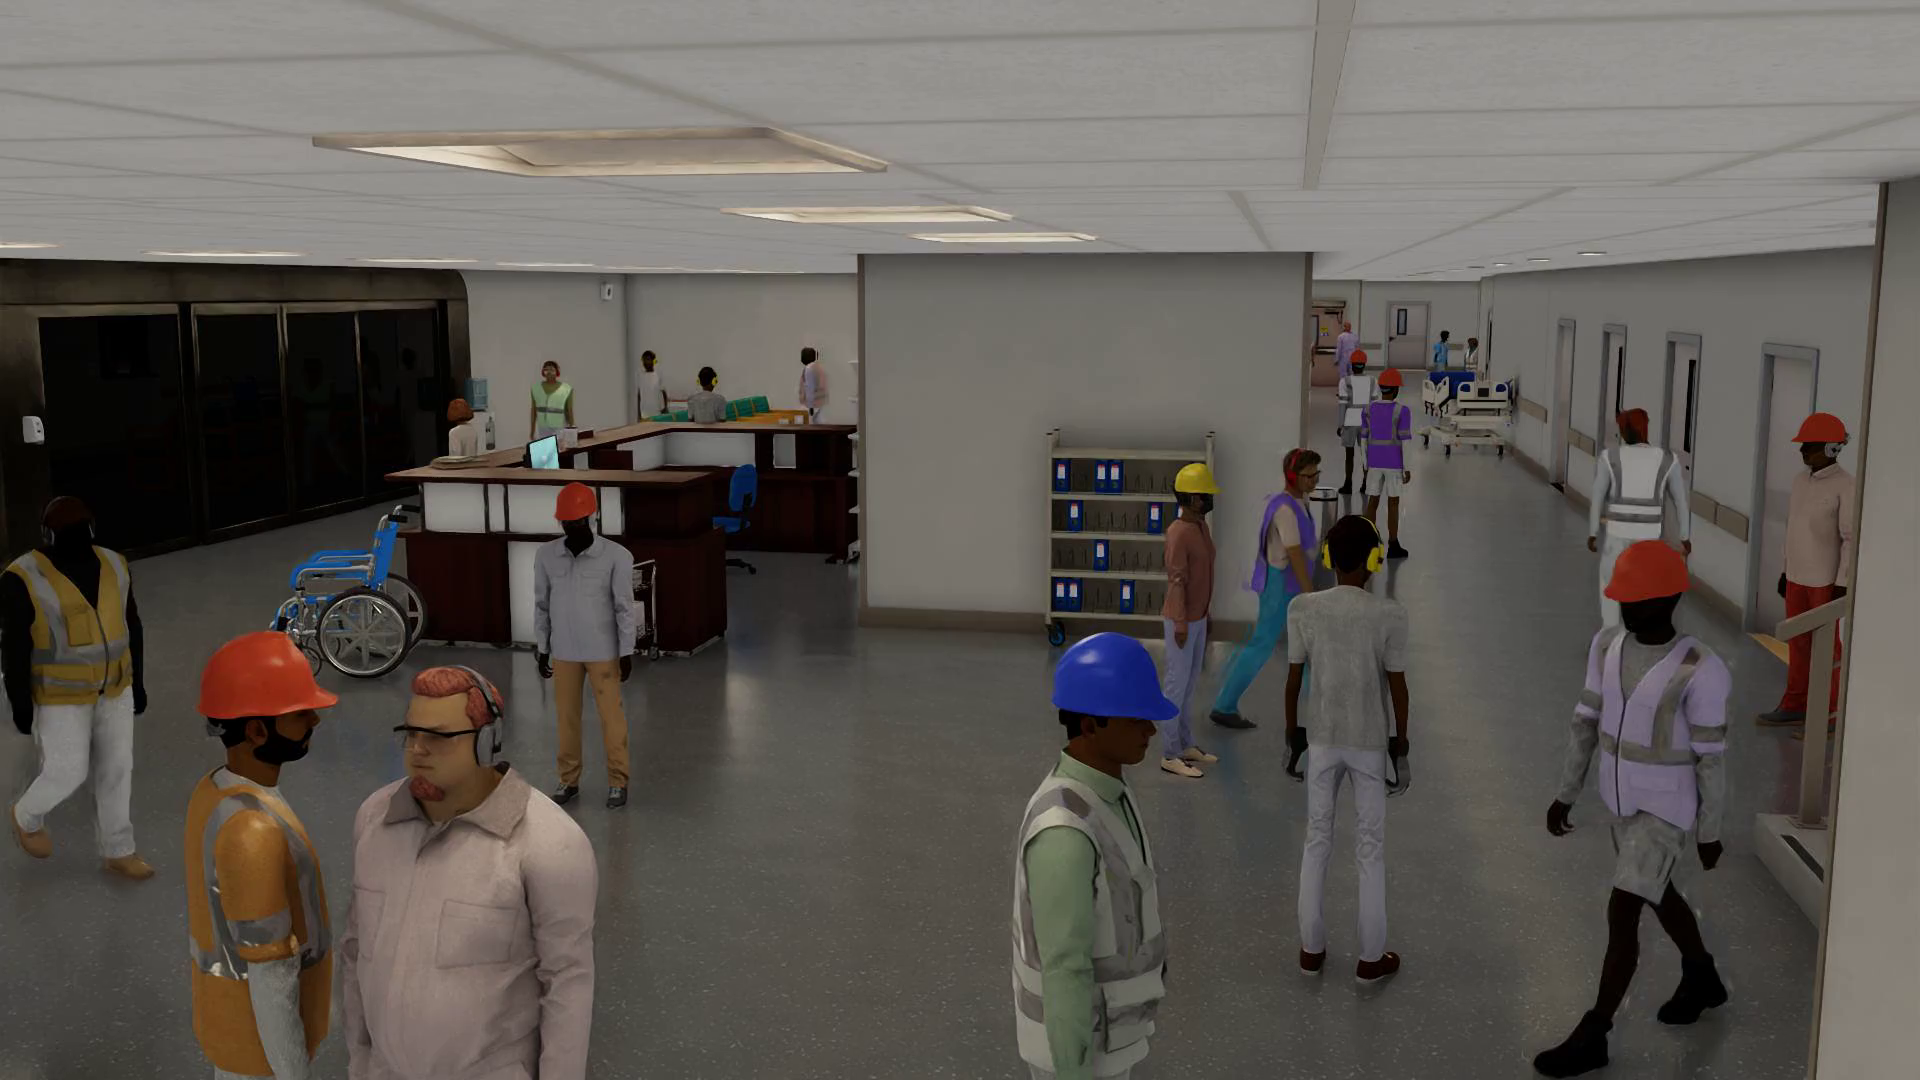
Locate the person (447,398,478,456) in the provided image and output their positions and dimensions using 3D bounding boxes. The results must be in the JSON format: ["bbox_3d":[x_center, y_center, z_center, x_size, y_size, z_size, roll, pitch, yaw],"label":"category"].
[{"bbox_3d":[-5.080,-0.630,17.010,0.275,1.632,0.507,1,9,10],"label":"person"}]

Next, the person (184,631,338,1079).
[{"bbox_3d":[-1.650,1.176,4.019,0.358,1.938,0.542,-6,10,-33],"label":"person"}]

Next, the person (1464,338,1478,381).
[{"bbox_3d":[11.896,-3.878,38.581,0.318,1.629,0.508,-5,10,-31],"label":"person"}]

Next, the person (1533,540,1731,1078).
[{"bbox_3d":[2.493,0.919,5.959,1.010,1.890,0.548,-4,9,-22],"label":"person"}]

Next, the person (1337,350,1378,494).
[{"bbox_3d":[5.313,-1.577,22.291,0.542,1.938,0.357,-1,9,-7],"label":"person"}]

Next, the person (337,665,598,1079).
[{"bbox_3d":[-1.144,1.223,3.796,0.643,1.913,0.411,3,9,18],"label":"person"}]

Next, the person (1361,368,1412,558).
[{"bbox_3d":[4.365,-0.782,17.010,0.545,1.938,0.356,7,11,40],"label":"person"}]

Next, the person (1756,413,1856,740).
[{"bbox_3d":[5.226,0.218,10.181,0.381,1.994,0.621,-1,9,-8],"label":"person"}]

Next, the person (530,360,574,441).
[{"bbox_3d":[-5.405,-1.497,22.175,0.560,1.819,0.889,1,9,8],"label":"person"}]

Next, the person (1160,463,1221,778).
[{"bbox_3d":[1.313,0.444,9.447,0.308,1.769,0.524,4,9,24],"label":"person"}]

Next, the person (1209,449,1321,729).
[{"bbox_3d":[2.010,0.327,10.199,0.996,1.786,0.553,4,9,25],"label":"person"}]

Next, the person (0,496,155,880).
[{"bbox_3d":[-4.118,0.686,7.698,0.626,1.823,0.642,5,10,28],"label":"person"}]

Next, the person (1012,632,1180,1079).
[{"bbox_3d":[0.316,1.174,3.994,0.394,1.945,0.618,2,9,12],"label":"person"}]

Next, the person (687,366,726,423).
[{"bbox_3d":[-2.866,-1.053,19.076,0.508,1.861,0.329,2,9,15],"label":"person"}]

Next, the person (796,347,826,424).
[{"bbox_3d":[-2.420,-2.160,26.561,0.639,1.824,0.633,2,9,15],"label":"person"}]

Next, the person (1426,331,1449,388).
[{"bbox_3d":[12.672,-4.730,44.101,0.552,1.664,0.739,-8,12,-44],"label":"person"}]

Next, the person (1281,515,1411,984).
[{"bbox_3d":[1.534,0.825,6.607,0.519,1.861,0.328,4,10,26],"label":"person"}]

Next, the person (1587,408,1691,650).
[{"bbox_3d":[5.049,-0.040,12.330,0.745,1.872,0.421,3,9,17],"label":"person"}]

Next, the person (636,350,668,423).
[{"bbox_3d":[-4.631,-1.951,25.133,0.528,1.834,0.859,2,9,13],"label":"person"}]

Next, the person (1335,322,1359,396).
[{"bbox_3d":[9.896,-4.629,42.650,0.651,1.904,0.403,-4,9,-23],"label":"person"}]

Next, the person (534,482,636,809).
[{"bbox_3d":[-1.985,0.559,8.763,0.563,1.742,0.361,2,9,10],"label":"person"}]
